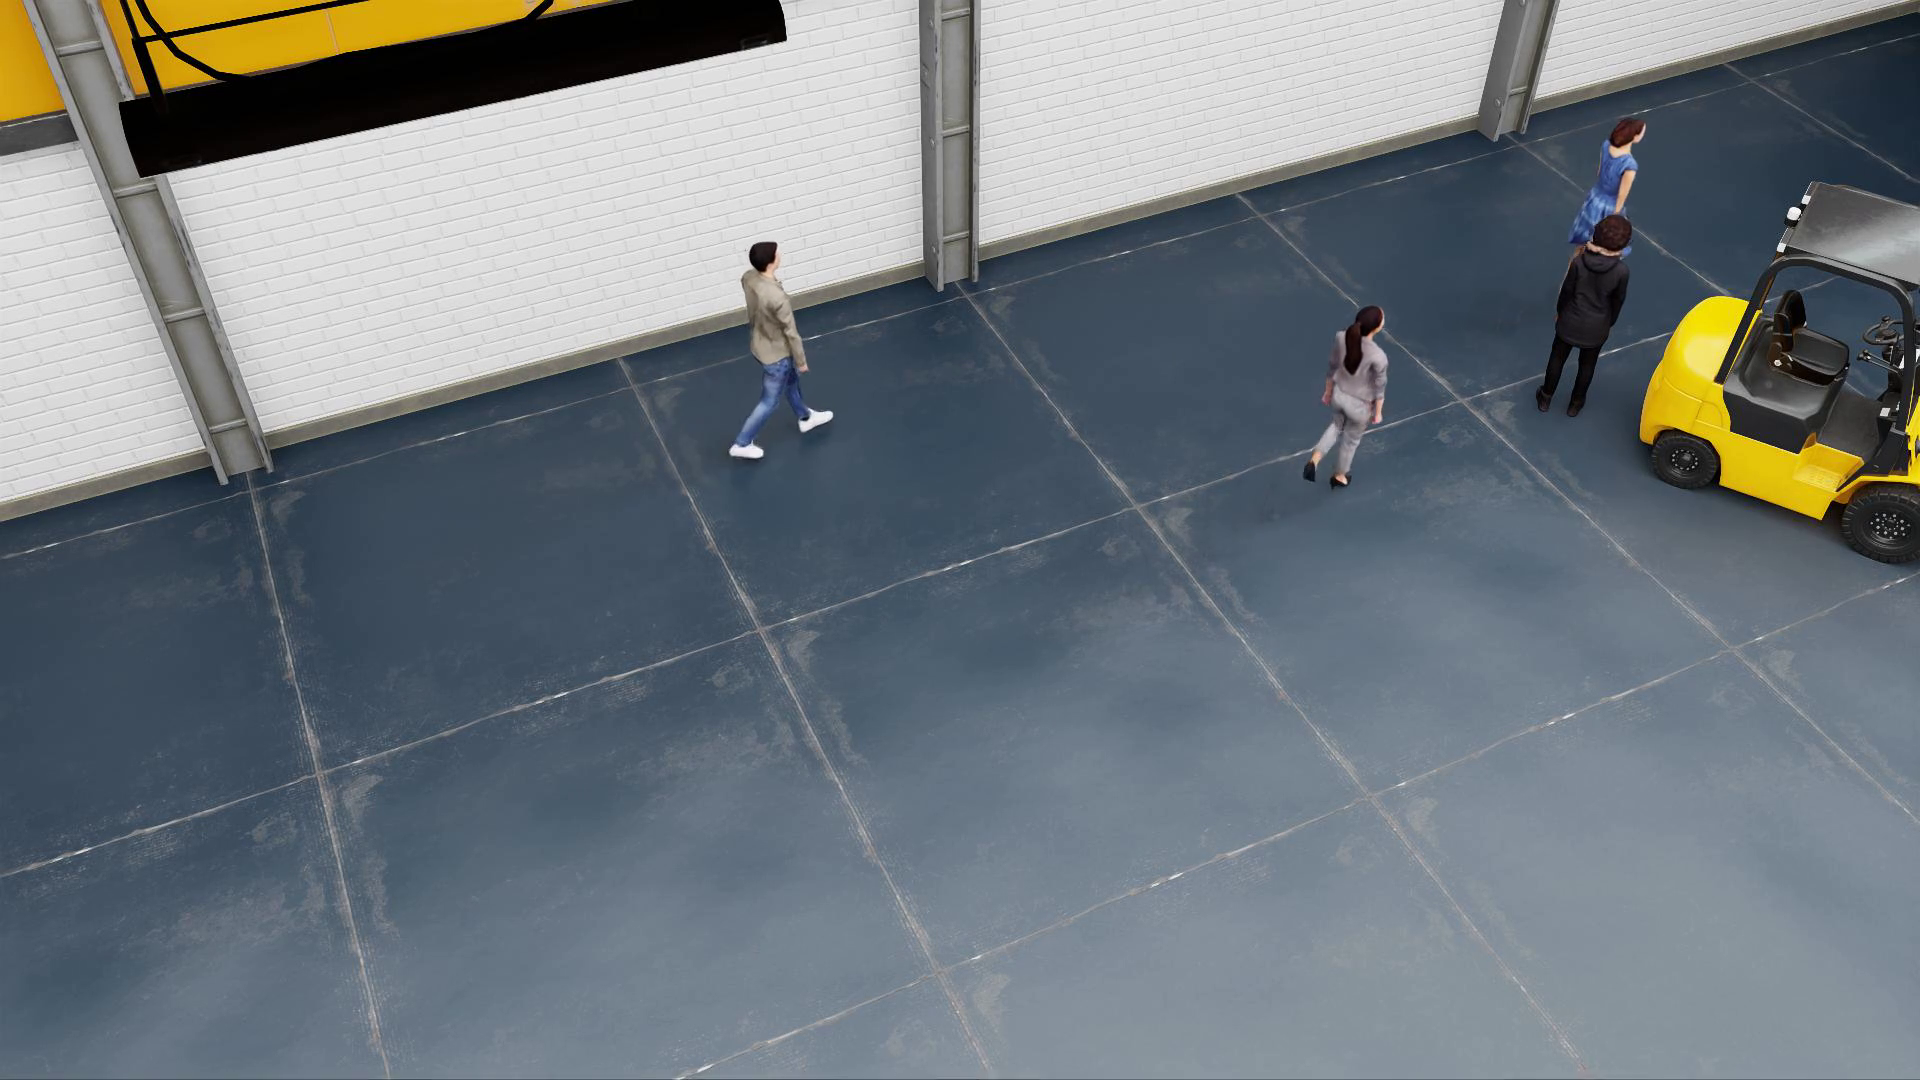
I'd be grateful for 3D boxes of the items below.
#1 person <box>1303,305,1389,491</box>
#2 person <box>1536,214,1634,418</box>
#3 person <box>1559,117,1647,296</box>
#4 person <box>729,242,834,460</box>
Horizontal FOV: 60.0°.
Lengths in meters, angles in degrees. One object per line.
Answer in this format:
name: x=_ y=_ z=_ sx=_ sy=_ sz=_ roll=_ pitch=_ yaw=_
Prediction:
person: x=2.783 y=-0.962 z=12.030 sx=0.775 sy=1.665 sz=0.689 roll=-27 pitch=50 yaw=-26
person: x=4.788 y=-1.696 z=12.716 sx=0.736 sy=1.781 sz=0.791 roll=16 pitch=46 yaw=16
person: x=5.235 y=-2.645 z=13.725 sx=0.689 sy=1.764 sz=0.679 roll=-15 pitch=46 yaw=-15
person: x=-1.459 y=-1.372 z=12.330 sx=1.210 sy=1.844 sz=0.831 roll=-25 pitch=49 yaw=-24
